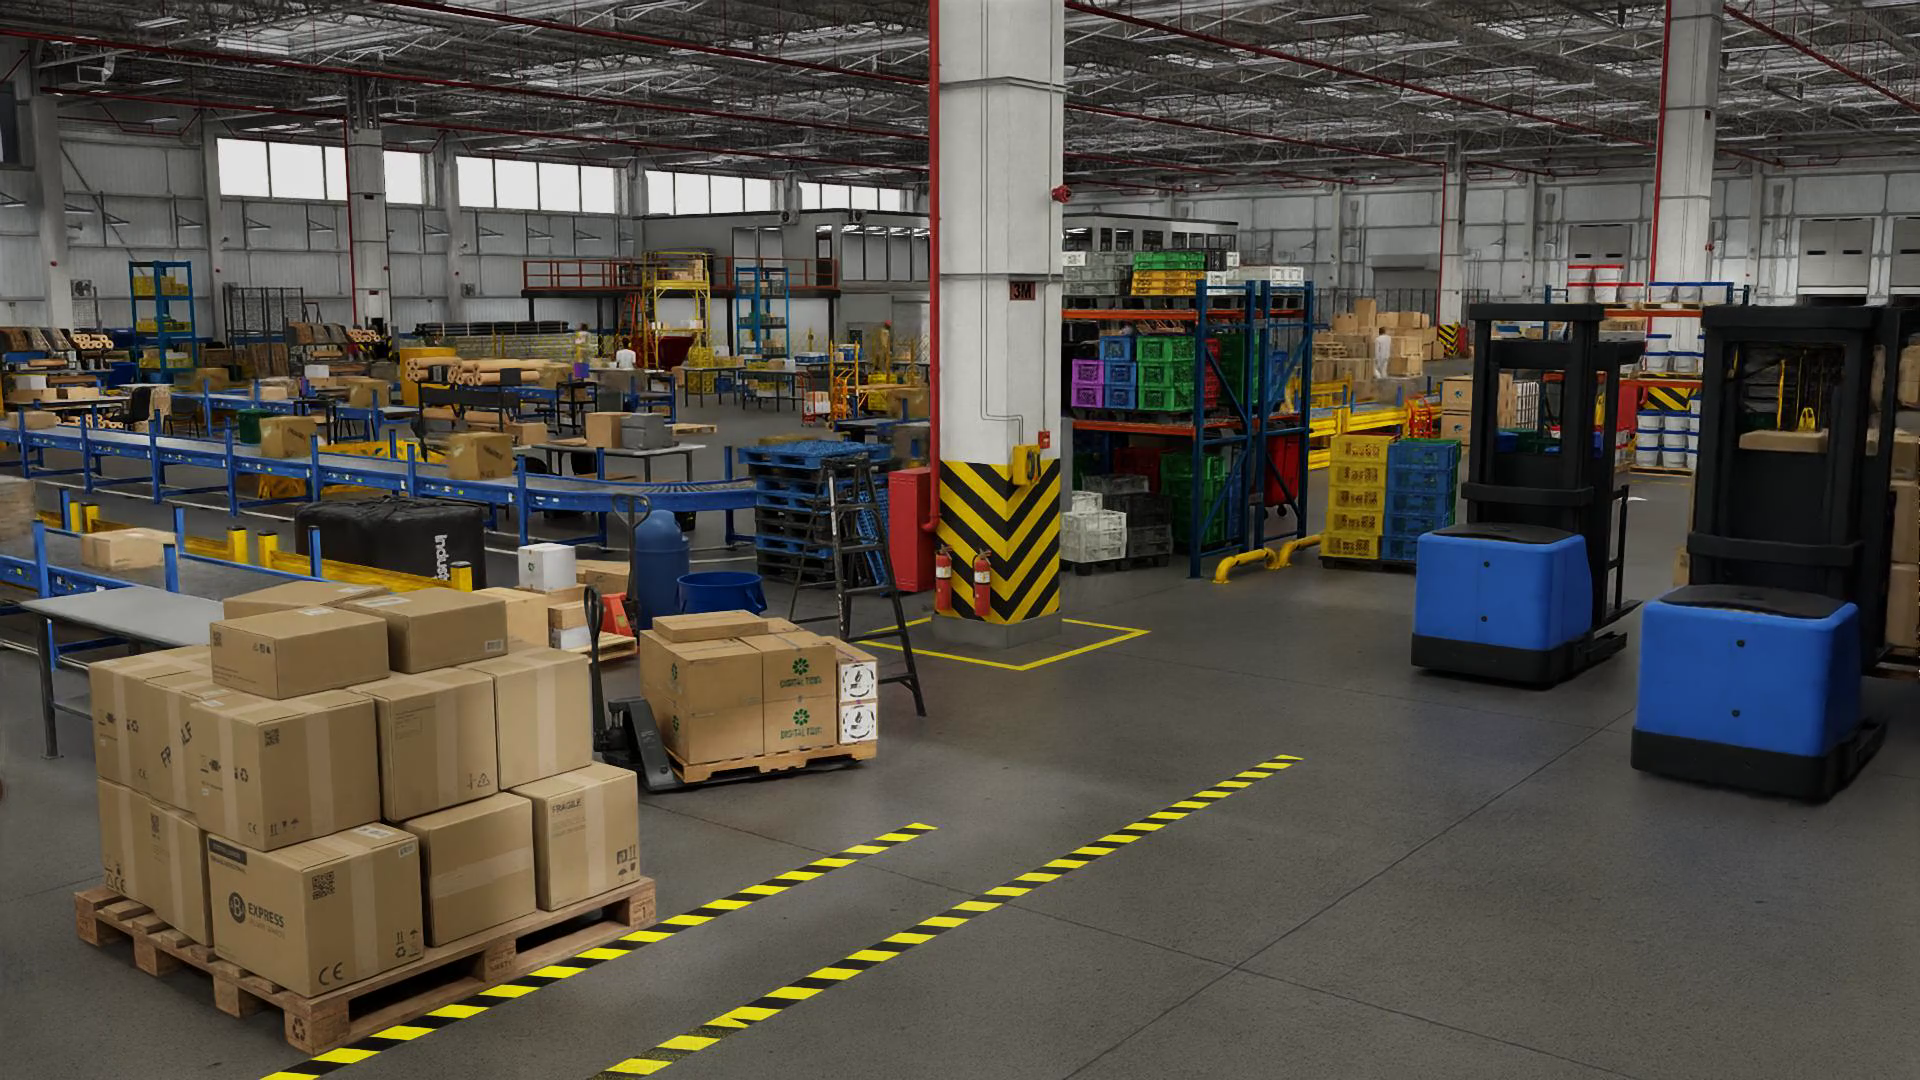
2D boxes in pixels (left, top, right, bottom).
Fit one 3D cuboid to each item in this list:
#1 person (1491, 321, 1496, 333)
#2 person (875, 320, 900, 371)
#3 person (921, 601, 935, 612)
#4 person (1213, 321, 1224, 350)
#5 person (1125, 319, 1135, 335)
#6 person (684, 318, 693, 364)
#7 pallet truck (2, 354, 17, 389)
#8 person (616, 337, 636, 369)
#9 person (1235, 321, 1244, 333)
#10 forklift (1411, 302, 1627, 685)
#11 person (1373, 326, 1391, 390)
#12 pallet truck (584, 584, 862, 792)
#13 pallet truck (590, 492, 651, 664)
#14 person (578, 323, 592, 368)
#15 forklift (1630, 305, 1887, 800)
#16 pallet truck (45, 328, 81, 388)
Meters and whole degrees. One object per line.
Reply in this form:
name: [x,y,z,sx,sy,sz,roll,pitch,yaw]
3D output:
person: [25.546,-9.919,79.941,0.786,1.941,0.631,8,12,44]
person: [-2.754,-7.257,62.182,1.012,1.888,0.546,4,9,25]
person: [0.162,-0.297,15.189,0.986,1.908,0.633,-1,9,-10]
person: [7.844,-5.689,51.069,0.537,2.000,0.678,6,11,37]
person: [6.199,-7.187,61.229,0.517,2.029,0.610,-1,8,-5]
person: [-11.206,-8.237,68.725,0.455,1.908,0.669,0,8,-3]
pallet truck: [-24.881,-4.417,42.634,1.885,1.965,0.823,8,11,41]
person: [-7.850,-3.844,39.201,0.516,1.871,0.325,2,9,12]
person: [13.259,-9.824,79.684,0.645,1.823,0.762,0,8,-1]
forklift: [4.379,-0.438,12.852,1.129,2.768,1.873,7,11,37]
person: [12.556,-5.416,49.615,0.643,1.918,0.513,-4,9,-27]
pallet truck: [-1.426,0.805,10.019,1.601,1.201,0.680,-4,9,-26]
pallet truck: [-3.115,0.344,12.883,0.653,1.274,1.630,7,11,37]
person: [-13.396,-6.791,59.170,0.576,1.856,0.862,1,9,8]
forklift: [4.944,-0.030,10.099,1.129,2.768,1.873,7,11,37]
pallet truck: [-23.775,-4.544,43.495,1.885,1.965,0.823,6,10,35]
